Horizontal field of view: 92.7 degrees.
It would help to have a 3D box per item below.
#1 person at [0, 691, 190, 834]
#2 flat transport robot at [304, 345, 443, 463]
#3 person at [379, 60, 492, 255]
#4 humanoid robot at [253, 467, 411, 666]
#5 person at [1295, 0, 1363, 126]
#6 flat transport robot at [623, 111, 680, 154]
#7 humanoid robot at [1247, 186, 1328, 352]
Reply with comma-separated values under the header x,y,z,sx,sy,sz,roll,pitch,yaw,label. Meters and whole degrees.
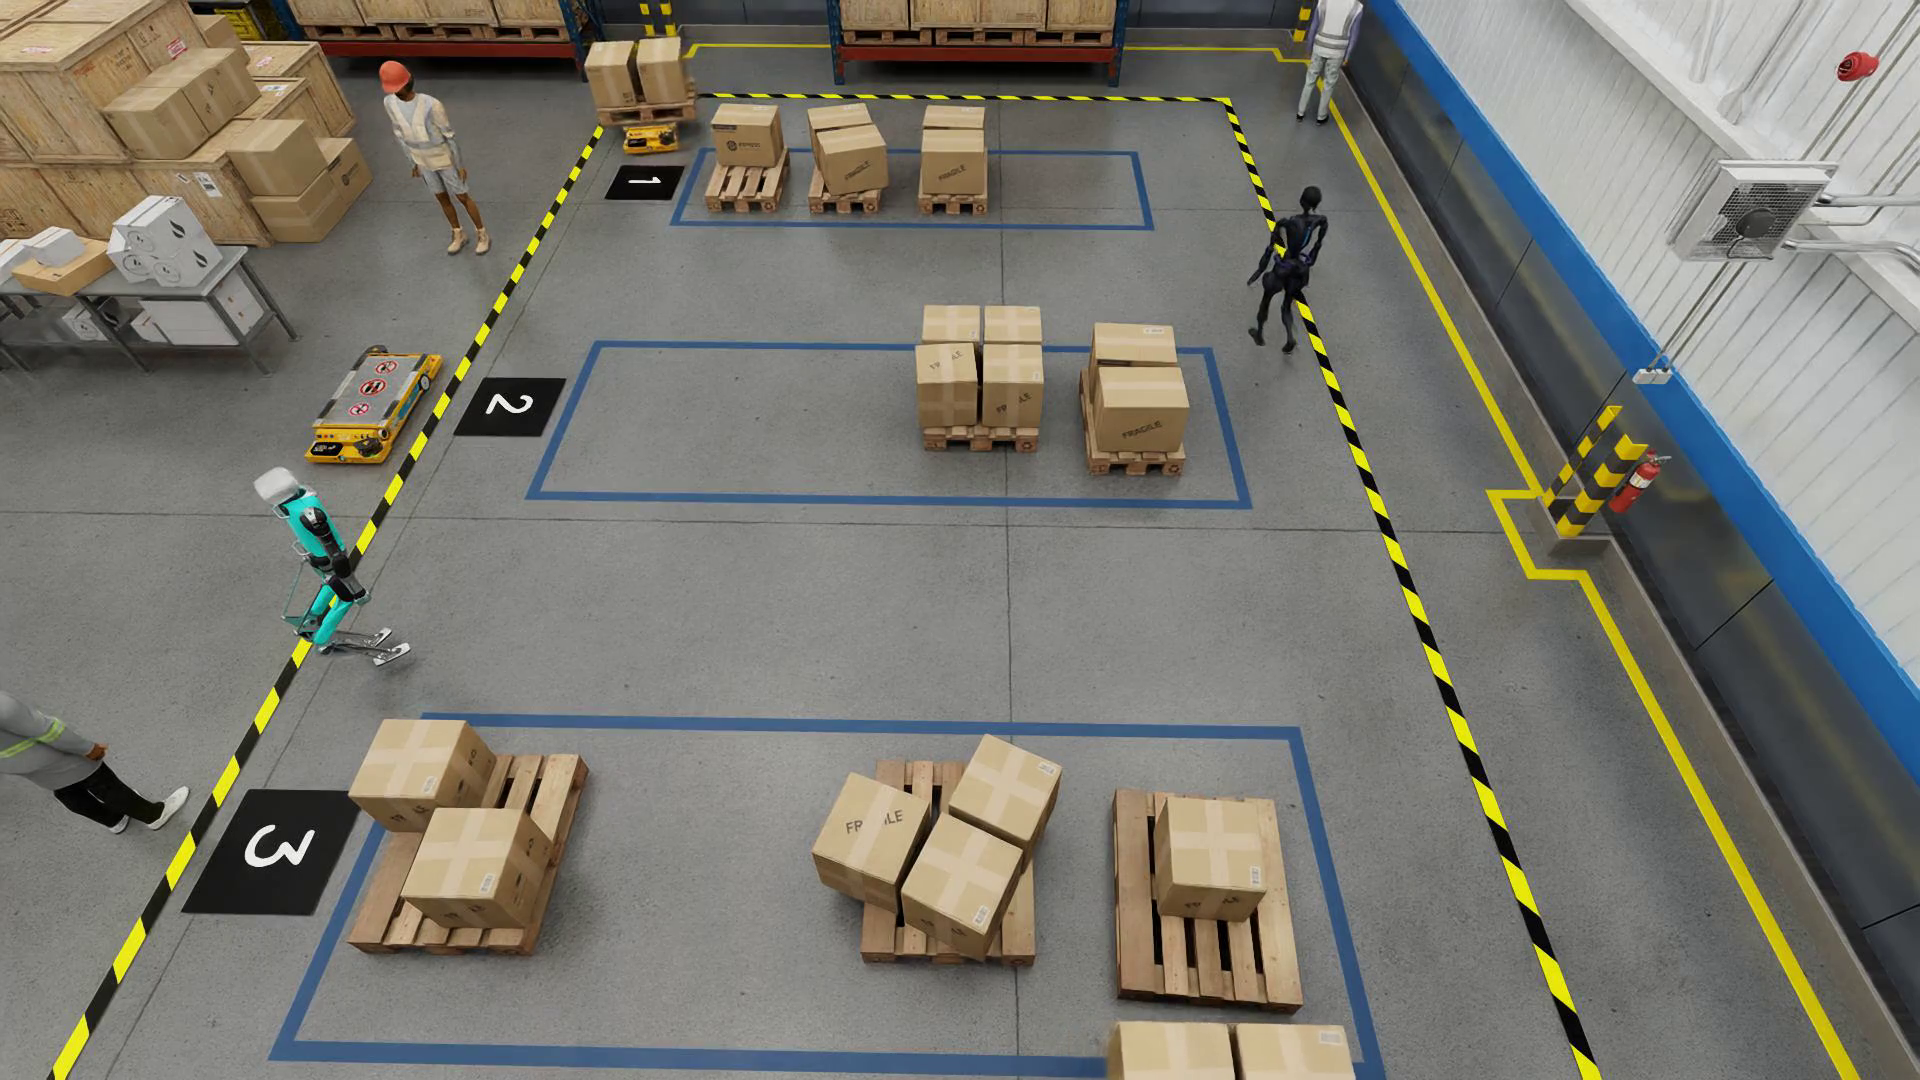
x,y,z,sx,sy,sz,roll,pitch,yaw,label
-5.334,1.195,5.319,0.588,1.851,0.384,-2,50,-2,person
-5.383,-1.269,8.441,0.659,0.231,1.431,1,50,1,flat transport robot
-5.466,-3.932,9.538,0.605,2.037,0.379,3,50,3,person
-4.295,0.303,6.060,0.533,1.677,0.735,33,57,25,humanoid robot
4.680,-6.208,11.601,0.586,1.823,0.404,24,54,19,person
-4.030,-5.521,12.020,0.652,0.197,1.431,-6,50,-5,flat transport robot
3.051,-2.463,8.532,0.602,1.645,0.538,-8,50,-6,humanoid robot
